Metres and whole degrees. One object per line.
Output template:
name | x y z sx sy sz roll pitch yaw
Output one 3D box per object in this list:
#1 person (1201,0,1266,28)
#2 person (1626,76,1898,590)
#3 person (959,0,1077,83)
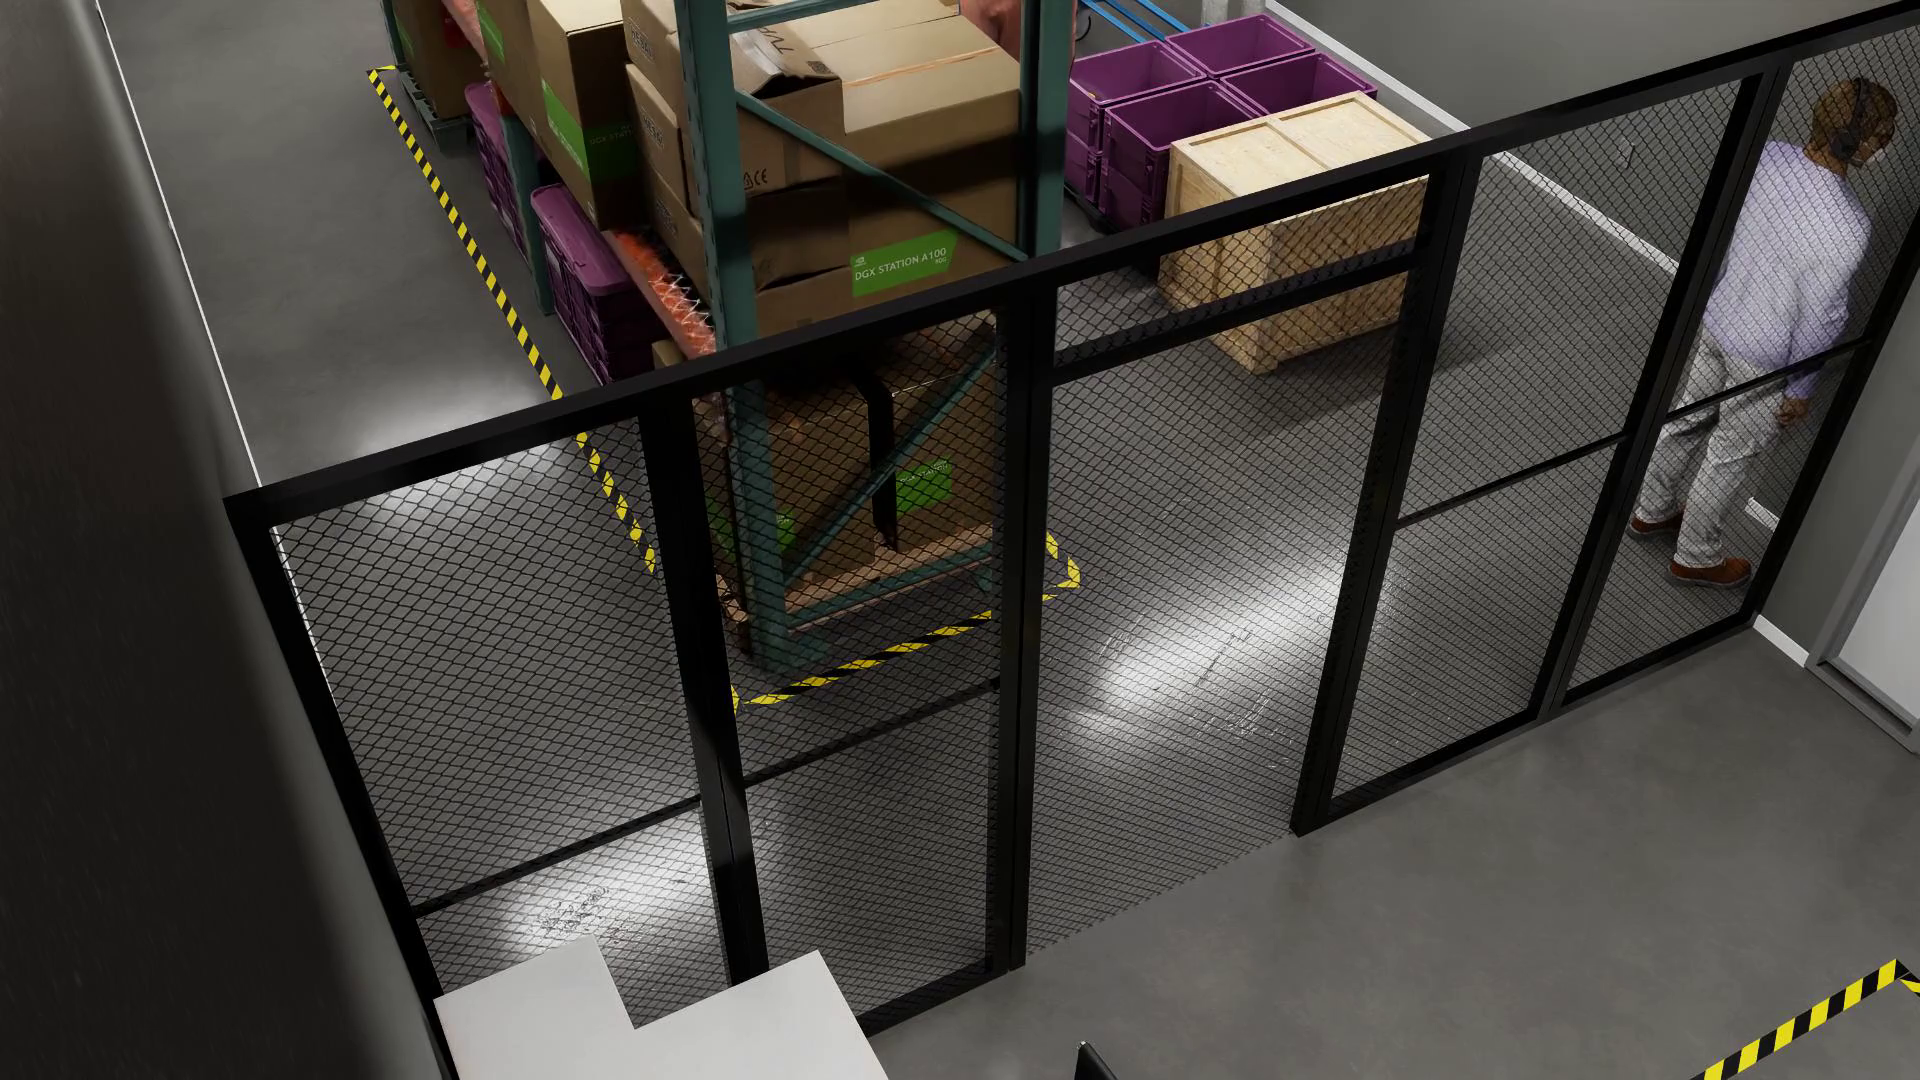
person | 1.426 -3.280 8.611 0.600 1.830 0.403 -18 45 -18
person | 2.725 -0.672 5.682 0.373 1.938 0.627 -8 43 -9
person | 0.212 -1.817 6.893 0.626 1.991 0.389 -32 51 -30
